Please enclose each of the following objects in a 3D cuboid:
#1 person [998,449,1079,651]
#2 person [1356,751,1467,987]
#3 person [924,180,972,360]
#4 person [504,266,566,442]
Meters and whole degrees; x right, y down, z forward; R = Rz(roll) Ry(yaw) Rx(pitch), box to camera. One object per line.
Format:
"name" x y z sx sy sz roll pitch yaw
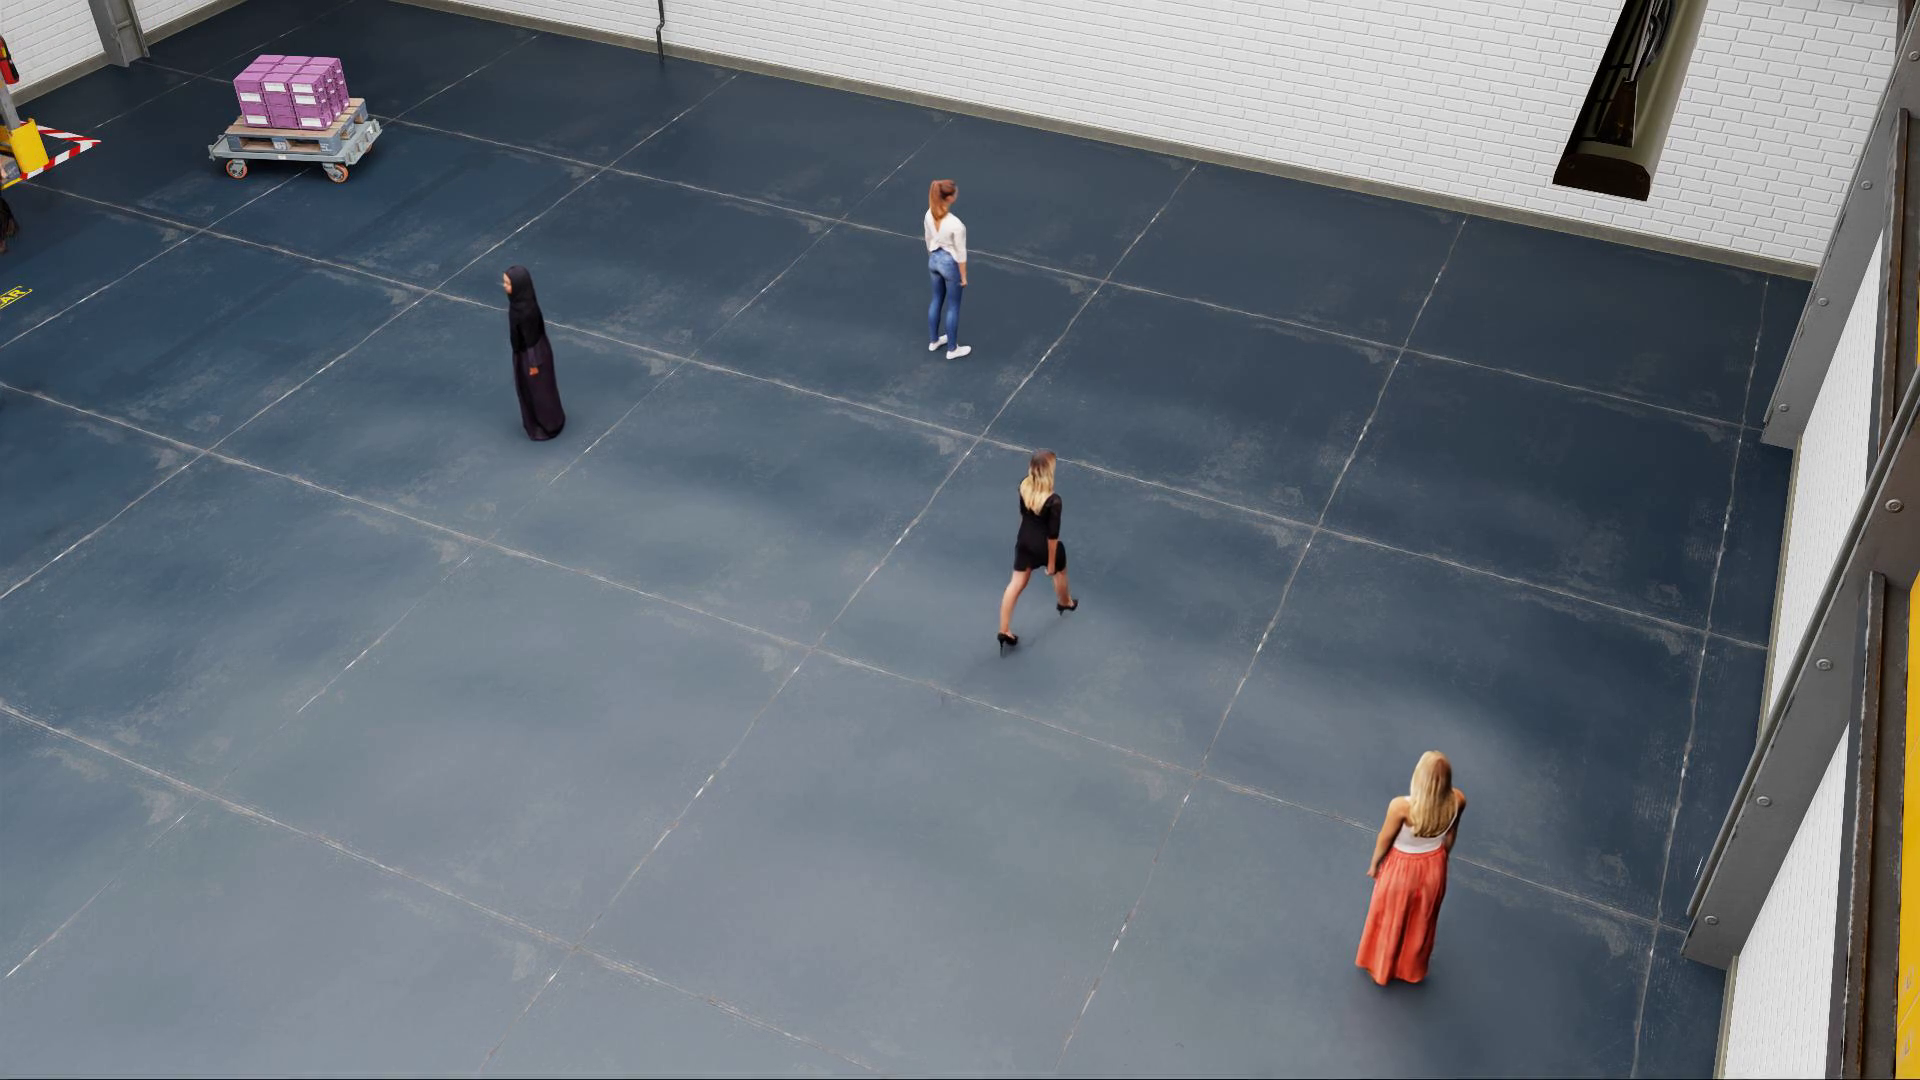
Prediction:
"person" 0.495 0.101 11.926 1.106 1.631 0.806 -32 48 -33
"person" 2.599 1.896 9.540 0.724 1.803 0.749 -4 39 -5
"person" -0.130 -2.458 15.057 0.672 1.722 0.629 31 48 33
"person" -3.617 -1.607 14.080 0.783 1.611 0.722 -13 40 -15
